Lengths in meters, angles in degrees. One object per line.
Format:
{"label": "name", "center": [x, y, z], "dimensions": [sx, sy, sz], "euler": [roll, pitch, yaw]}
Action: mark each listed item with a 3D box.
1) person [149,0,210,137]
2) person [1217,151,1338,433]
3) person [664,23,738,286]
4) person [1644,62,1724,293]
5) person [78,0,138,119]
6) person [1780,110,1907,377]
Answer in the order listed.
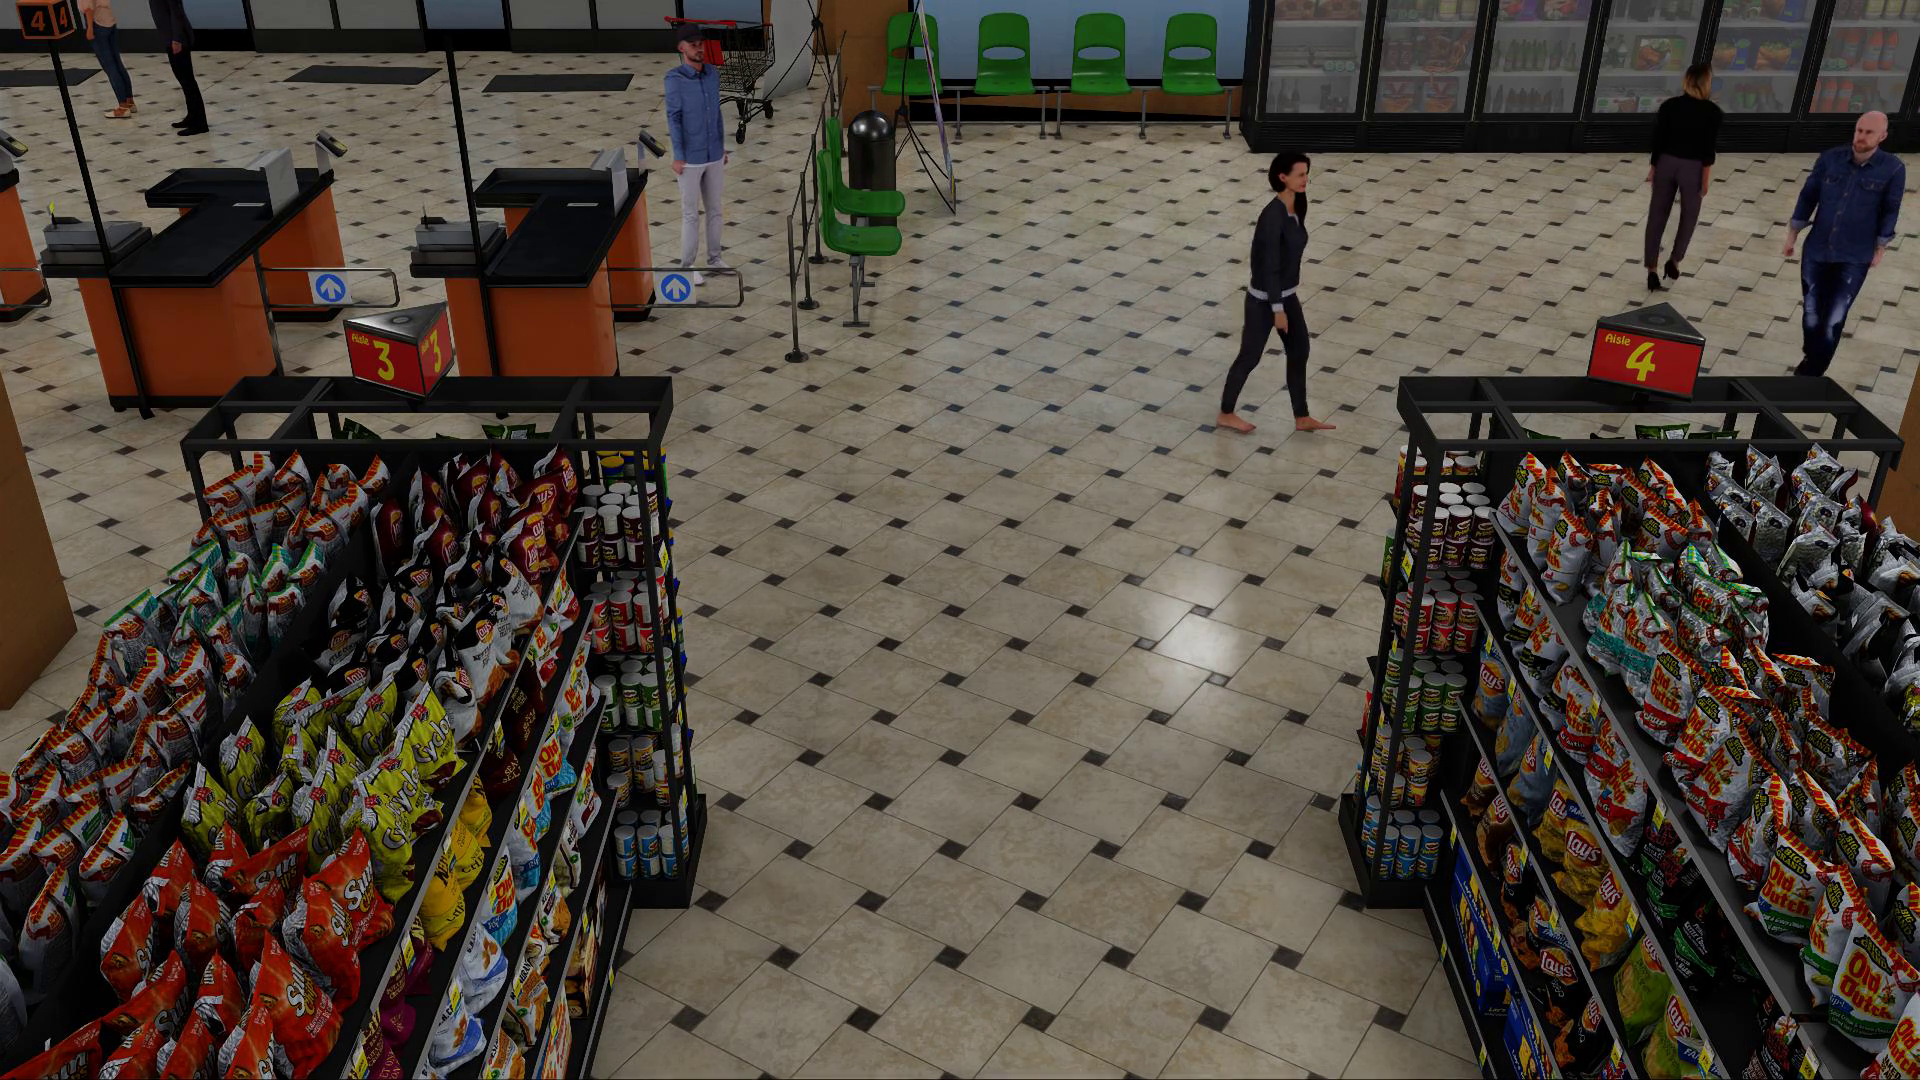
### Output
{"label": "person", "center": [-7.591, -4.880, 16.064], "dimensions": [0.865, 1.842, 0.740], "euler": [-16, 32, -27]}
{"label": "person", "center": [1.773, -1.445, 9.883], "dimensions": [0.971, 1.737, 0.998], "euler": [15, 32, 26]}
{"label": "person", "center": [-1.930, -2.865, 12.325], "dimensions": [0.786, 1.887, 0.727], "euler": [25, 37, 38]}
{"label": "person", "center": [5.189, -2.598, 12.078], "dimensions": [0.789, 1.656, 0.851], "euler": [18, 33, 30]}
{"label": "person", "center": [-8.563, -5.129, 16.575], "dimensions": [0.643, 1.789, 0.448], "euler": [-1, 29, -1]}
{"label": "person", "center": [5.543, -1.798, 10.473], "dimensions": [1.201, 1.791, 1.147], "euler": [-25, 38, -38]}
